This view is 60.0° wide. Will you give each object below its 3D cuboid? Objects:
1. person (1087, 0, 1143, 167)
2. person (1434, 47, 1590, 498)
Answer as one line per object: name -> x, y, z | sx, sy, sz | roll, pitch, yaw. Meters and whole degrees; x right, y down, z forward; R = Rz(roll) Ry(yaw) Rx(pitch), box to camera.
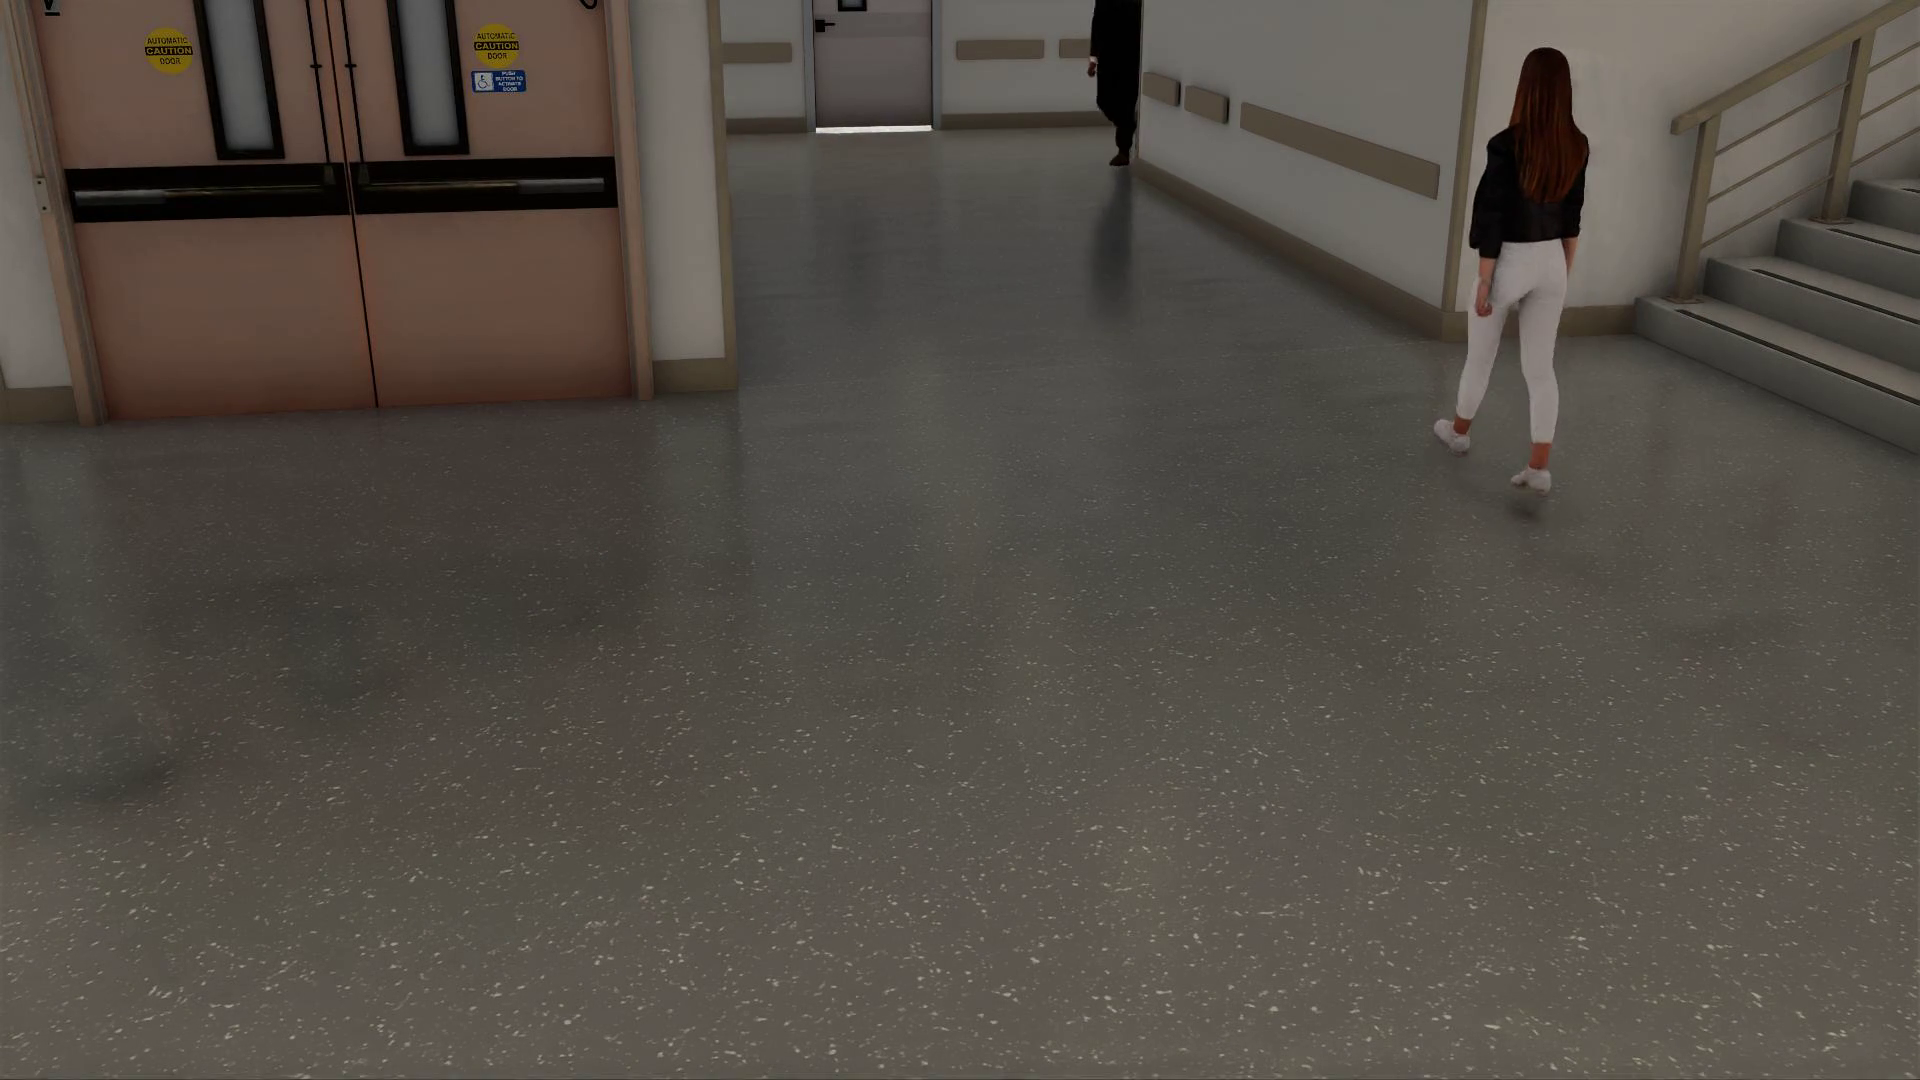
person -> 1.465, -4.307, 14.841 | 1.062, 1.885, 1.104 | 10, 23, 24
person -> 2.183, -0.967, 6.342 | 1.067, 1.658, 0.708 | -2, 21, -7
